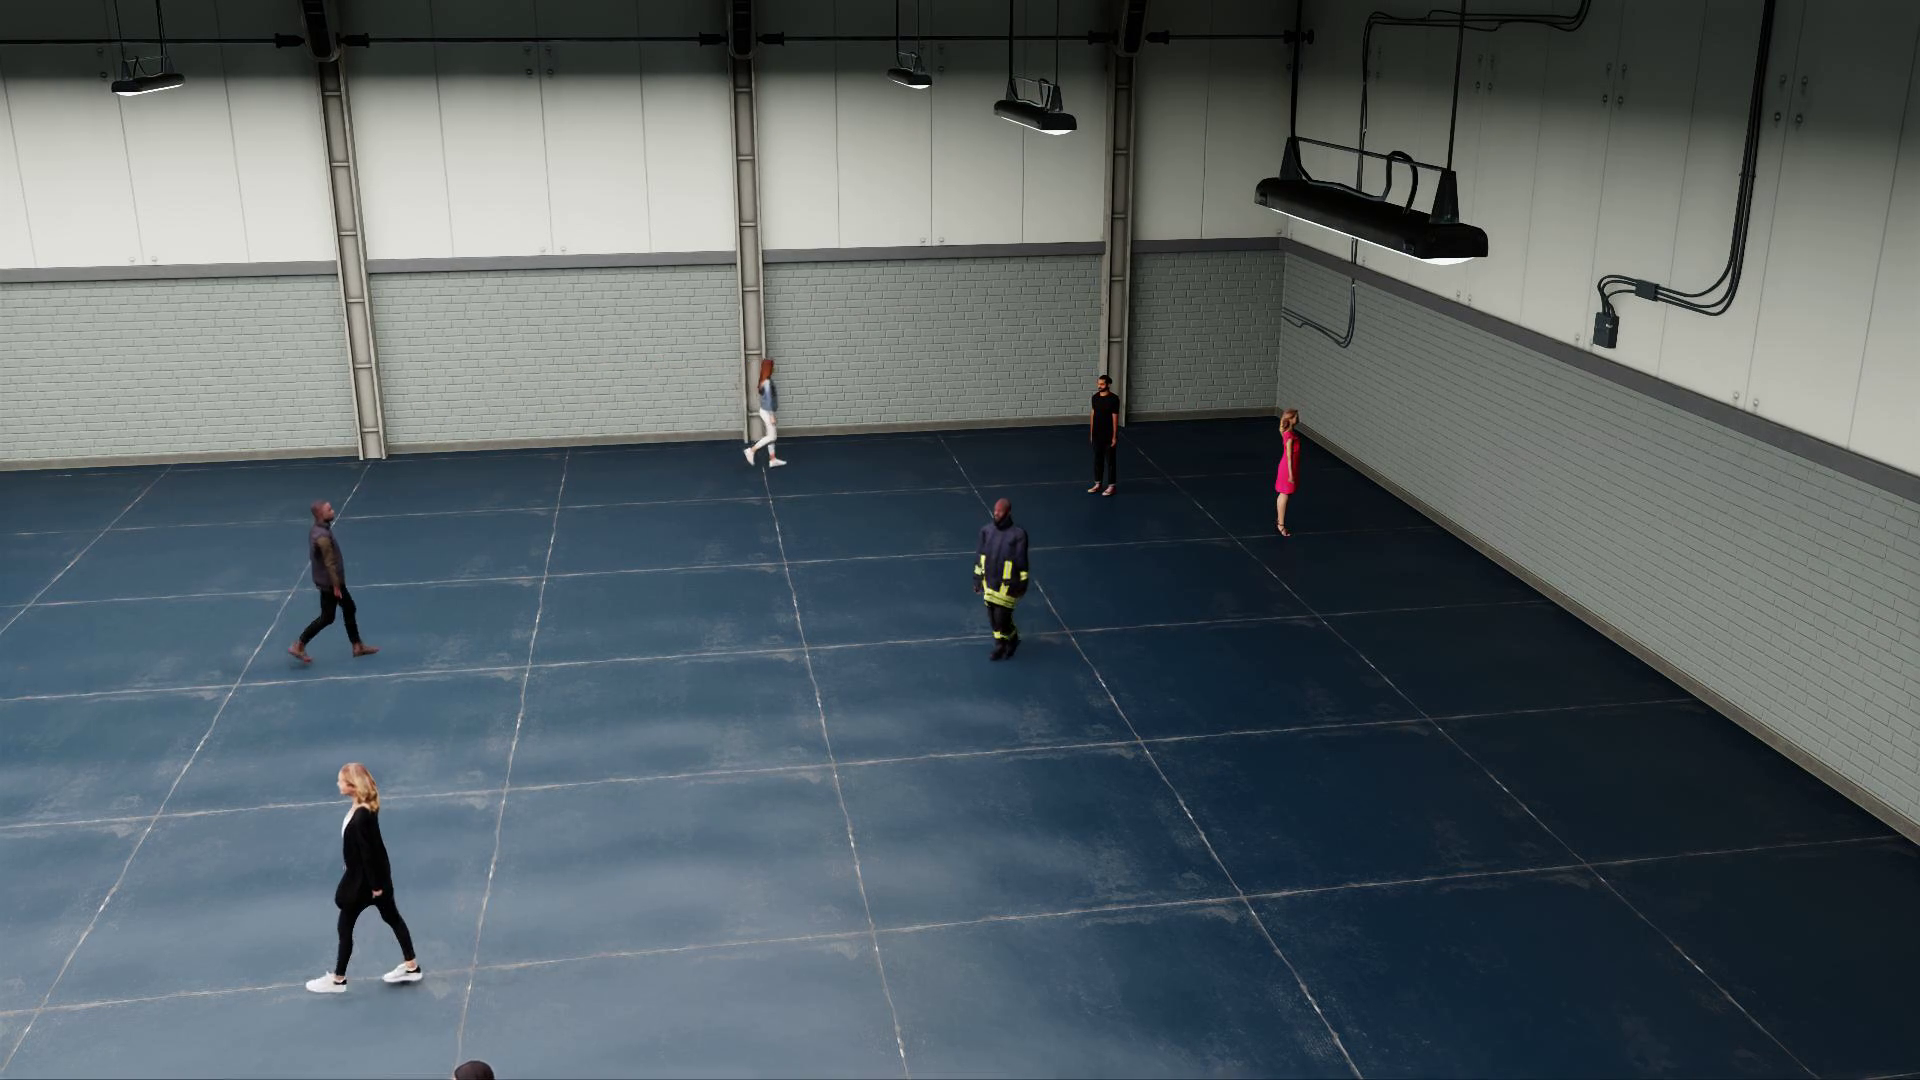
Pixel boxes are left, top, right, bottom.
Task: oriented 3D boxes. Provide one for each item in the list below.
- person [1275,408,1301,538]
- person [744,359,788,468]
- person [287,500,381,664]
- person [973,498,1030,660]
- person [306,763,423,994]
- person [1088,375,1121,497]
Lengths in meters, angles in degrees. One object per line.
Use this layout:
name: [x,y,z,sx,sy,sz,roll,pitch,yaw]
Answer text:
person: [4.373,-0.925,22.246,0.636,1.729,0.636,3,18,8]
person: [-2.998,-1.906,25.322,0.862,1.690,0.609,-3,18,-10]
person: [-6.837,0.478,17.818,1.229,1.802,0.872,-7,19,-20]
person: [0.488,0.400,18.045,0.921,1.810,0.979,13,22,34]
person: [-4.130,2.416,11.918,0.993,1.771,0.628,-2,18,-6]
person: [2.101,-1.532,24.062,0.696,1.758,0.753,13,22,34]
